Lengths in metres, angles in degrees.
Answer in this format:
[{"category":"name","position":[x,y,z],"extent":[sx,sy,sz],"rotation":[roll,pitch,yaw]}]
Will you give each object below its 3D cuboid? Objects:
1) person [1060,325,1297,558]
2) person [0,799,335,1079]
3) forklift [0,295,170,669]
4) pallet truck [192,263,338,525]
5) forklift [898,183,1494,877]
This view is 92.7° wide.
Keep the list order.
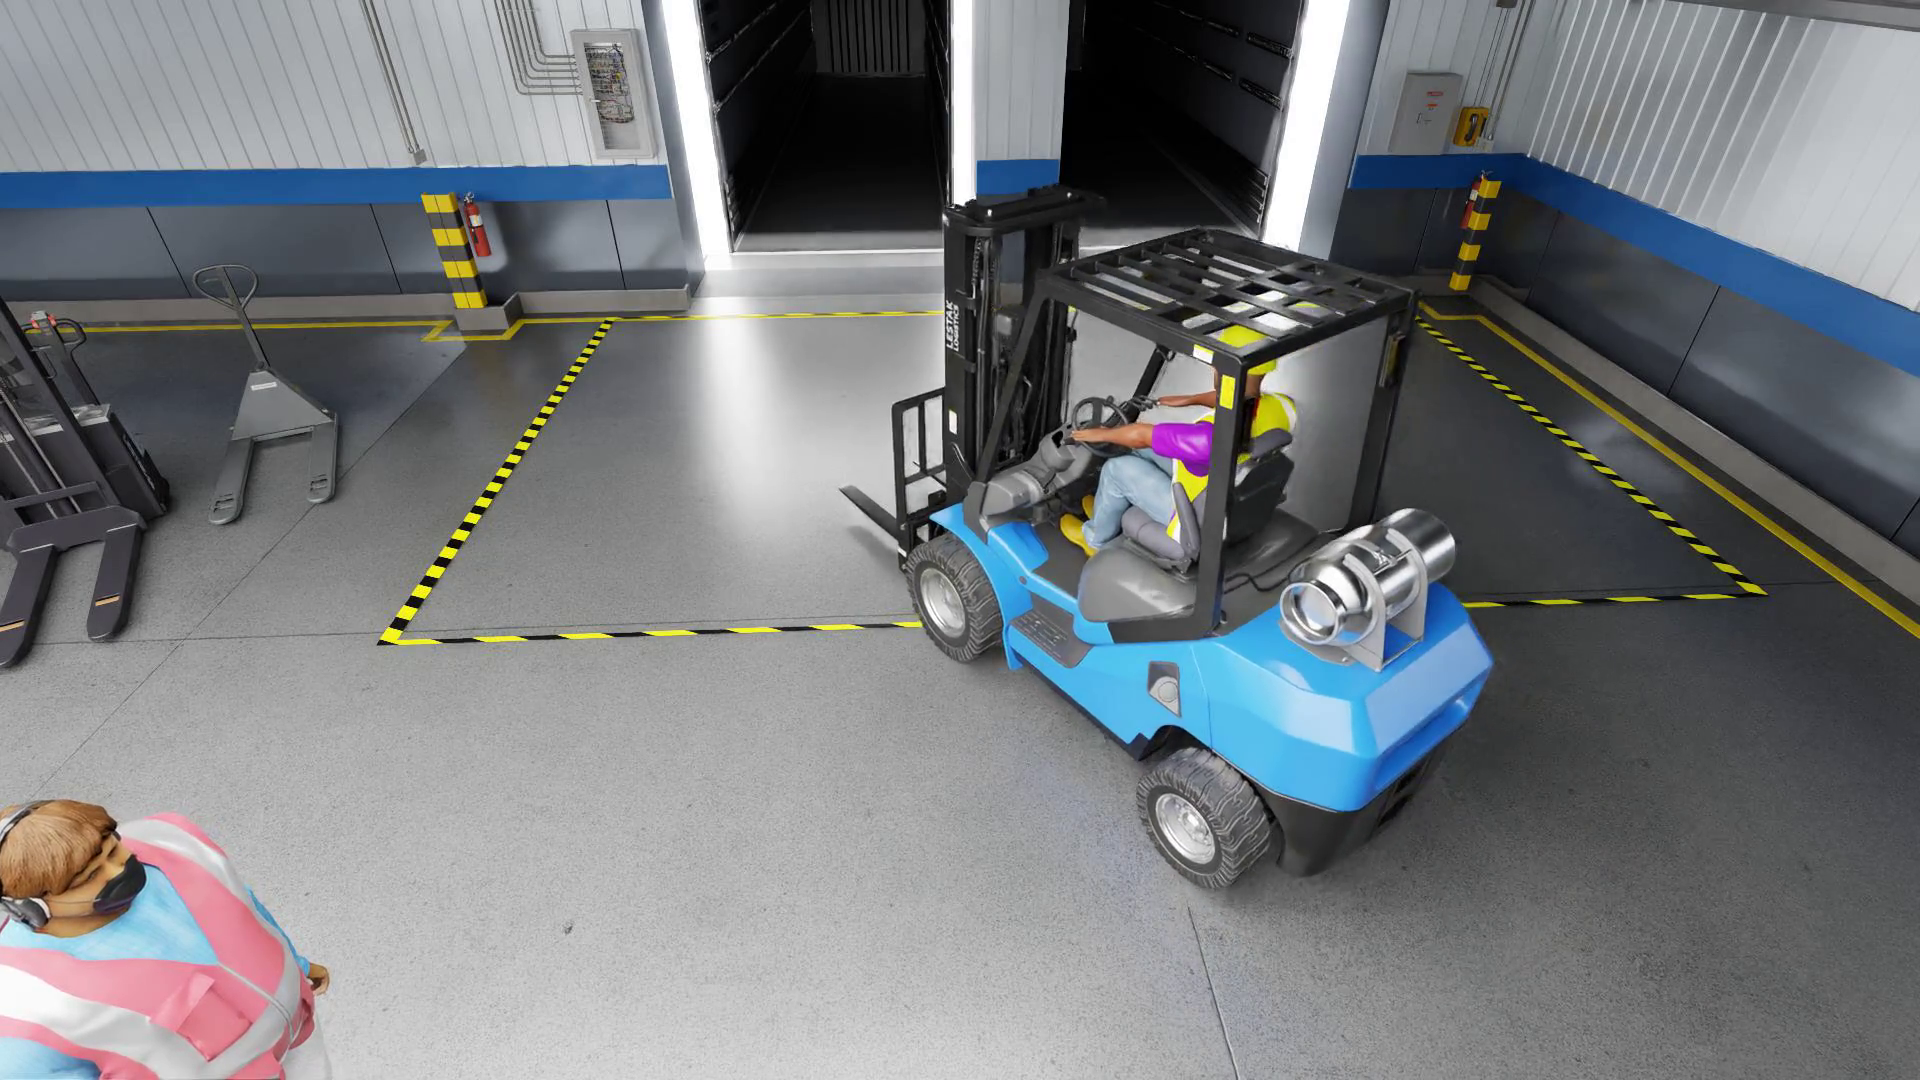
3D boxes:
[{"category":"person","position":[0.870,-0.401,3.928],"extent":[0.635,1.293,1.004],"rotation":[-23,41,-30]},{"category":"person","position":[-1.805,1.289,2.273],"extent":[0.430,1.845,0.618],"rotation":[-1,35,-2]},{"category":"forklift","position":[-5.212,-0.618,4.878],"extent":[0.823,1.965,1.885],"rotation":[-20,39,-26]},{"category":"pallet truck","position":[-4.778,-1.027,6.128],"extent":[0.680,1.201,1.601],"rotation":[-17,38,-23]},{"category":"forklift","position":[0.900,-0.218,3.992],"extent":[1.157,2.036,2.680],"rotation":[-23,41,-30]}]
